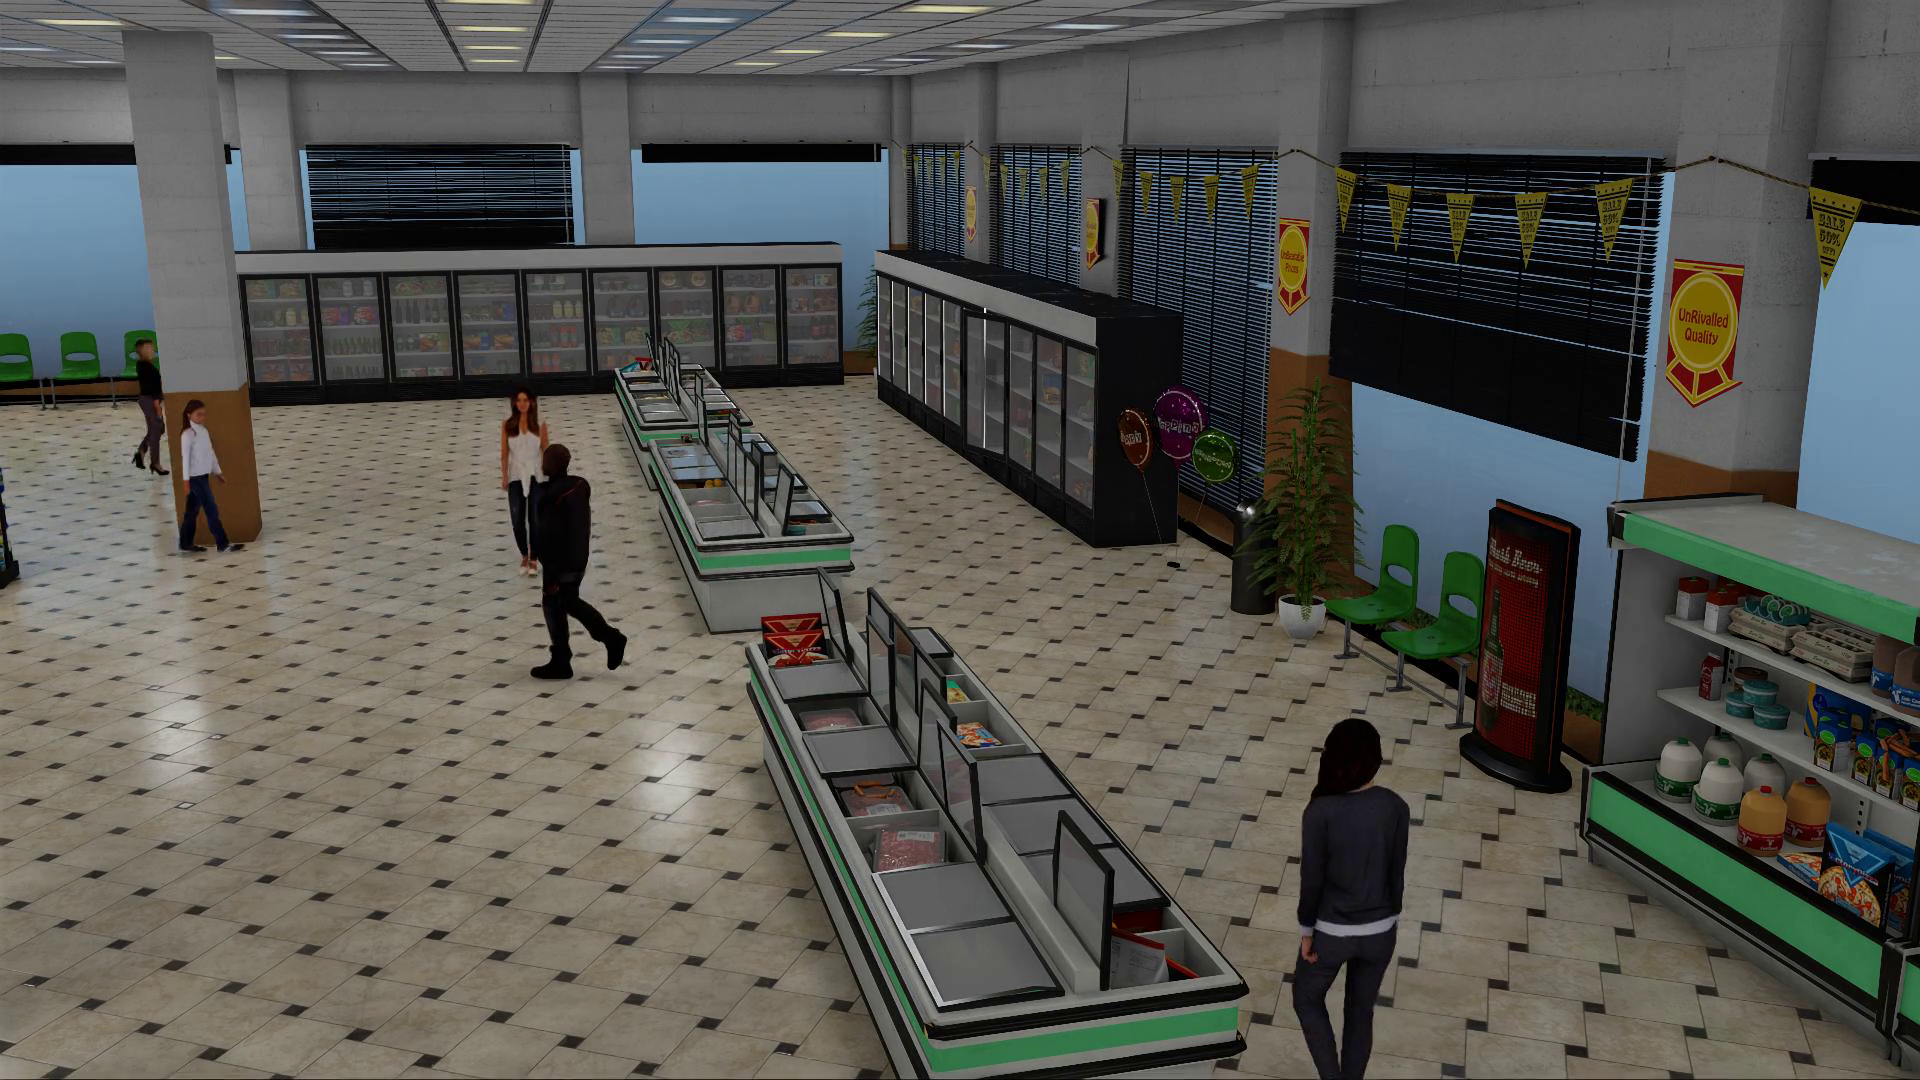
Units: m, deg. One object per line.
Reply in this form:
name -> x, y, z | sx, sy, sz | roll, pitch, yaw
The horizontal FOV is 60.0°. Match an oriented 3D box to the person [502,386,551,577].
person -> -4.031, -0.554, 15.504 | 0.612, 1.777, 0.561 | -3, 14, -12

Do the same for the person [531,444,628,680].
person -> -2.868, 0.175, 12.432 | 1.052, 1.808, 1.057 | 4, 14, 16

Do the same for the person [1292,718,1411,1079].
person -> 1.593, 1.599, 6.668 | 0.682, 1.758, 0.799 | -1, 14, -5

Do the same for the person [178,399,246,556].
person -> -7.509, -0.596, 16.220 | 0.736, 1.522, 0.908 | 0, 14, 0

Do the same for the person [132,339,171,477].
person -> -9.791, -1.571, 19.938 | 0.796, 1.664, 0.728 | -11, 17, -38
